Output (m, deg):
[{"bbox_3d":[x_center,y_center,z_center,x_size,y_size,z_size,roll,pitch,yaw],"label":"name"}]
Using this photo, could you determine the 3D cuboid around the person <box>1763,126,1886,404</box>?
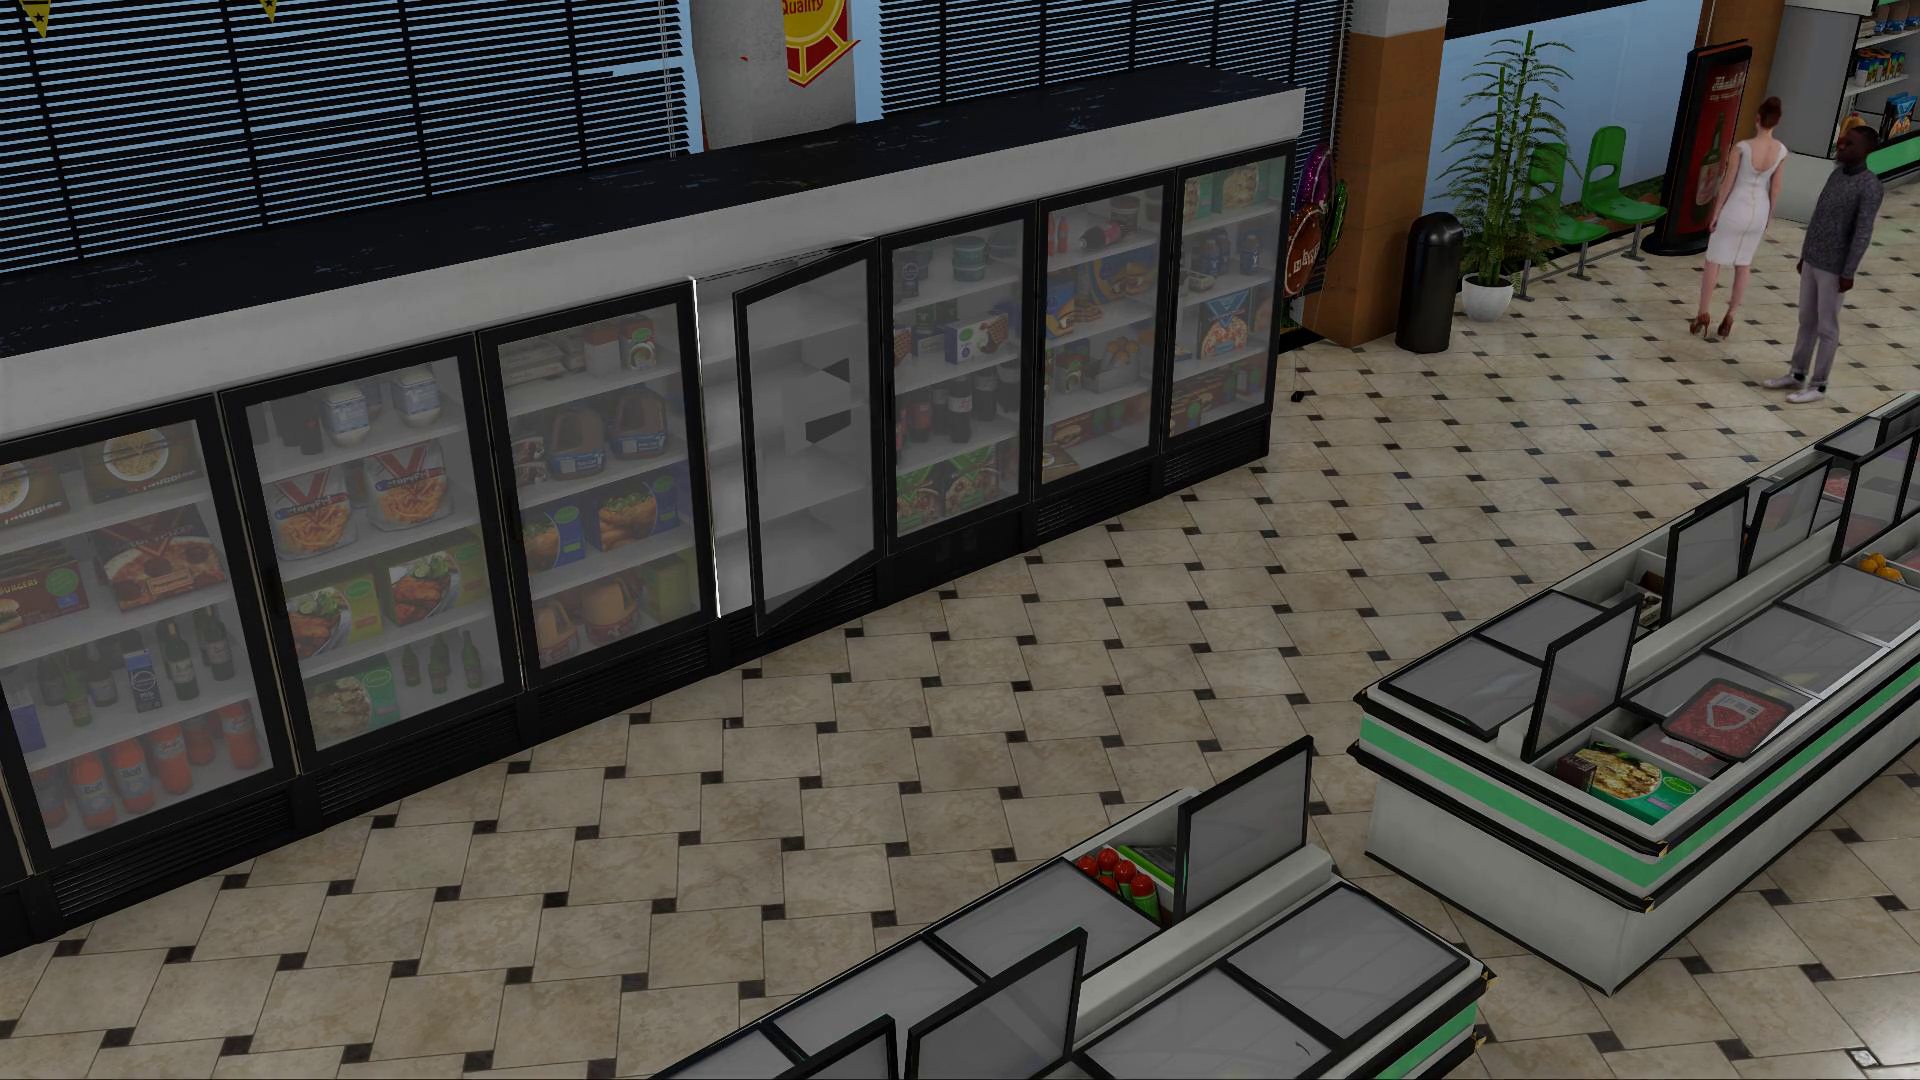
[{"bbox_3d":[5.790,-1.828,11.039,0.762,1.839,0.765,-3,27,-6],"label":"person"}]

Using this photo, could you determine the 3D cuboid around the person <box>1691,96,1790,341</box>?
[{"bbox_3d":[5.670,-2.290,12.002,0.644,1.791,0.707,1,27,3],"label":"person"}]
